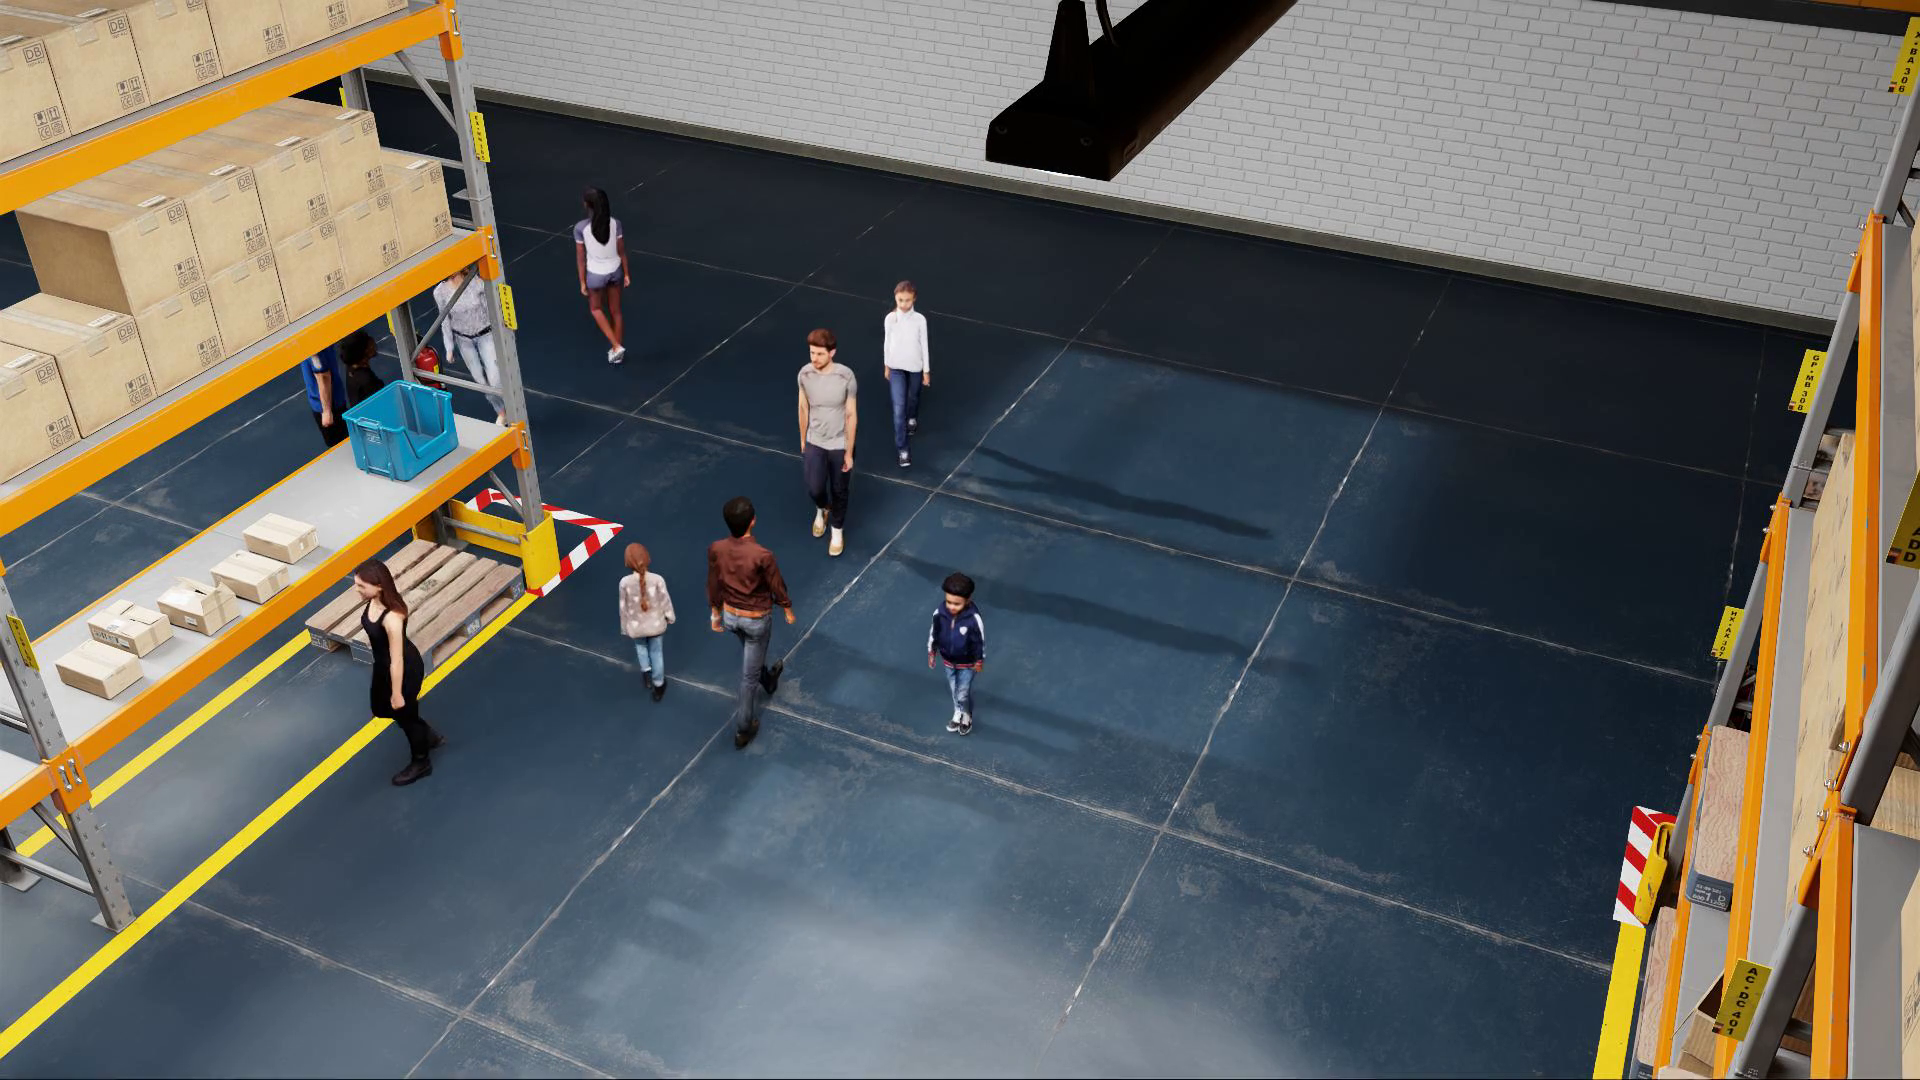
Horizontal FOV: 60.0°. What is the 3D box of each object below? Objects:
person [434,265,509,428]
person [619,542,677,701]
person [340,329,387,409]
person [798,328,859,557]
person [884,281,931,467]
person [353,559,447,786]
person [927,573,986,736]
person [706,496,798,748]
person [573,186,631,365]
[{"bbox_3d":[-4.023,-1.667,13.951,0.751,1.756,0.771,-8,34,-12],"label":"person"},{"bbox_3d":[-2.098,0.578,11.092,0.608,1.182,0.646,-3,34,-5],"label":"person"},{"bbox_3d":[-4.584,-0.819,12.779,1.055,1.642,0.823,-28,42,-35],"label":"person"},{"bbox_3d":[-0.954,-0.777,12.506,0.734,1.874,0.806,6,34,9],"label":"person"},{"bbox_3d":[-0.433,-1.460,13.859,0.880,1.513,1.152,-1,34,-2],"label":"person"},{"bbox_3d":[-3.427,0.790,10.321,0.779,1.682,0.739,-21,39,-28],"label":"person"},{"bbox_3d":[0.017,0.711,10.863,0.528,1.215,0.482,16,37,22],"label":"person"},{"bbox_3d":[-1.383,0.562,10.606,0.675,1.747,1.004,13,36,19],"label":"person"},{"bbox_3d":[-3.185,-2.326,14.982,0.845,1.714,0.888,-17,37,-23],"label":"person"}]
